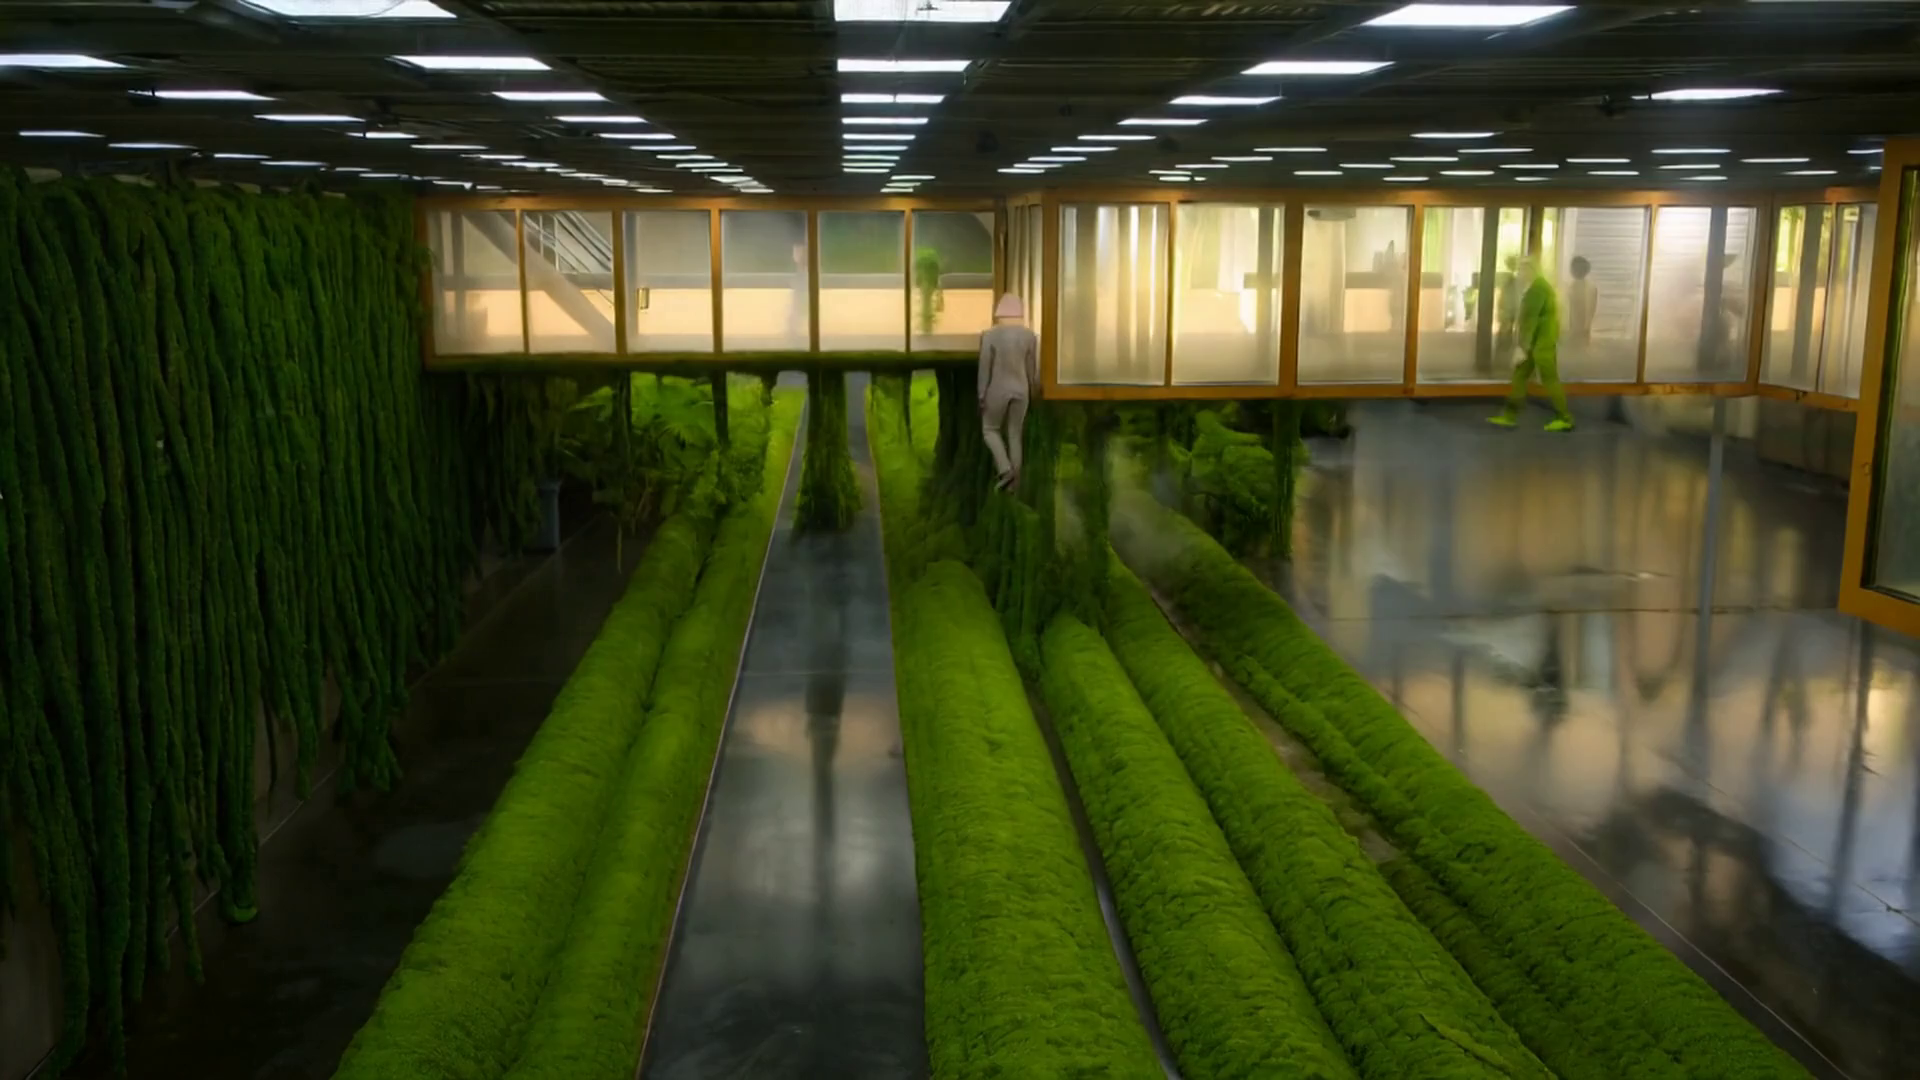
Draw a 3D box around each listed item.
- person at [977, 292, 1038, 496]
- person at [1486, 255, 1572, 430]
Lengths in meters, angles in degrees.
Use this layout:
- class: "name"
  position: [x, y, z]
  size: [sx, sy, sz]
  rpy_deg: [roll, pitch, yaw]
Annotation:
- class: "person"
  position: [0.374, -1.145, 13.134]
  size: [0.518, 1.617, 0.366]
  rpy_deg: [-4, 11, -20]
- class: "person"
  position: [6.055, -2.075, 17.567]
  size: [0.962, 1.835, 0.656]
  rpy_deg: [3, 11, 15]
